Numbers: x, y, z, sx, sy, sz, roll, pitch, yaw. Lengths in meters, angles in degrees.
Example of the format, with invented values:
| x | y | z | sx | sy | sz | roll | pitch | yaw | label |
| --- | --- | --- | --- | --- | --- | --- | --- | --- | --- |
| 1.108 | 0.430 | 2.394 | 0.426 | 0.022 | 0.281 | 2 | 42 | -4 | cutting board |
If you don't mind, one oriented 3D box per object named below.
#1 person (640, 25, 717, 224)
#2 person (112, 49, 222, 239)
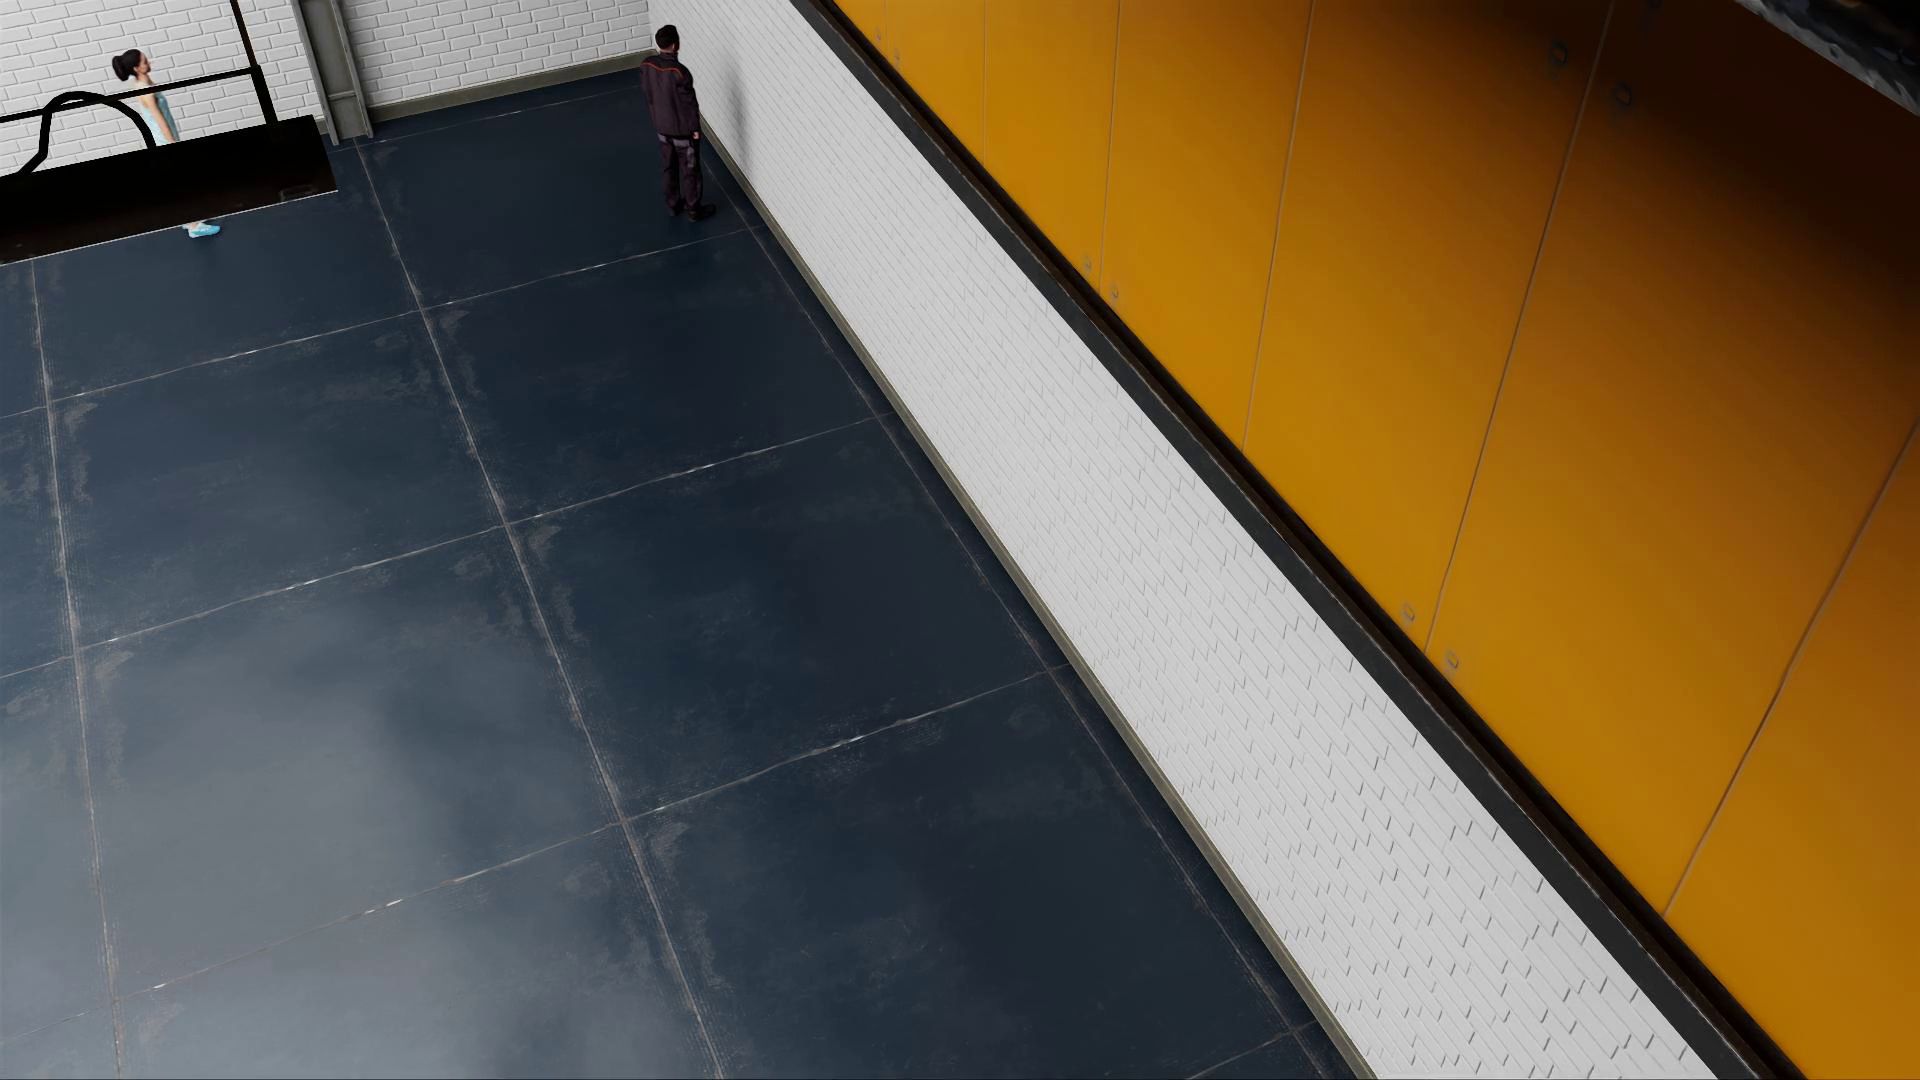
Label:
| x | y | z | sx | sy | sz | roll | pitch | yaw | label |
| --- | --- | --- | --- | --- | --- | --- | --- | --- | --- |
| -2.535 | -3.719 | 14.816 | 0.810 | 1.856 | 0.824 | 21 | 48 | 21 | person |
| -6.991 | -3.502 | 14.653 | 0.628 | 1.765 | 0.619 | -25 | 49 | -24 | person |
